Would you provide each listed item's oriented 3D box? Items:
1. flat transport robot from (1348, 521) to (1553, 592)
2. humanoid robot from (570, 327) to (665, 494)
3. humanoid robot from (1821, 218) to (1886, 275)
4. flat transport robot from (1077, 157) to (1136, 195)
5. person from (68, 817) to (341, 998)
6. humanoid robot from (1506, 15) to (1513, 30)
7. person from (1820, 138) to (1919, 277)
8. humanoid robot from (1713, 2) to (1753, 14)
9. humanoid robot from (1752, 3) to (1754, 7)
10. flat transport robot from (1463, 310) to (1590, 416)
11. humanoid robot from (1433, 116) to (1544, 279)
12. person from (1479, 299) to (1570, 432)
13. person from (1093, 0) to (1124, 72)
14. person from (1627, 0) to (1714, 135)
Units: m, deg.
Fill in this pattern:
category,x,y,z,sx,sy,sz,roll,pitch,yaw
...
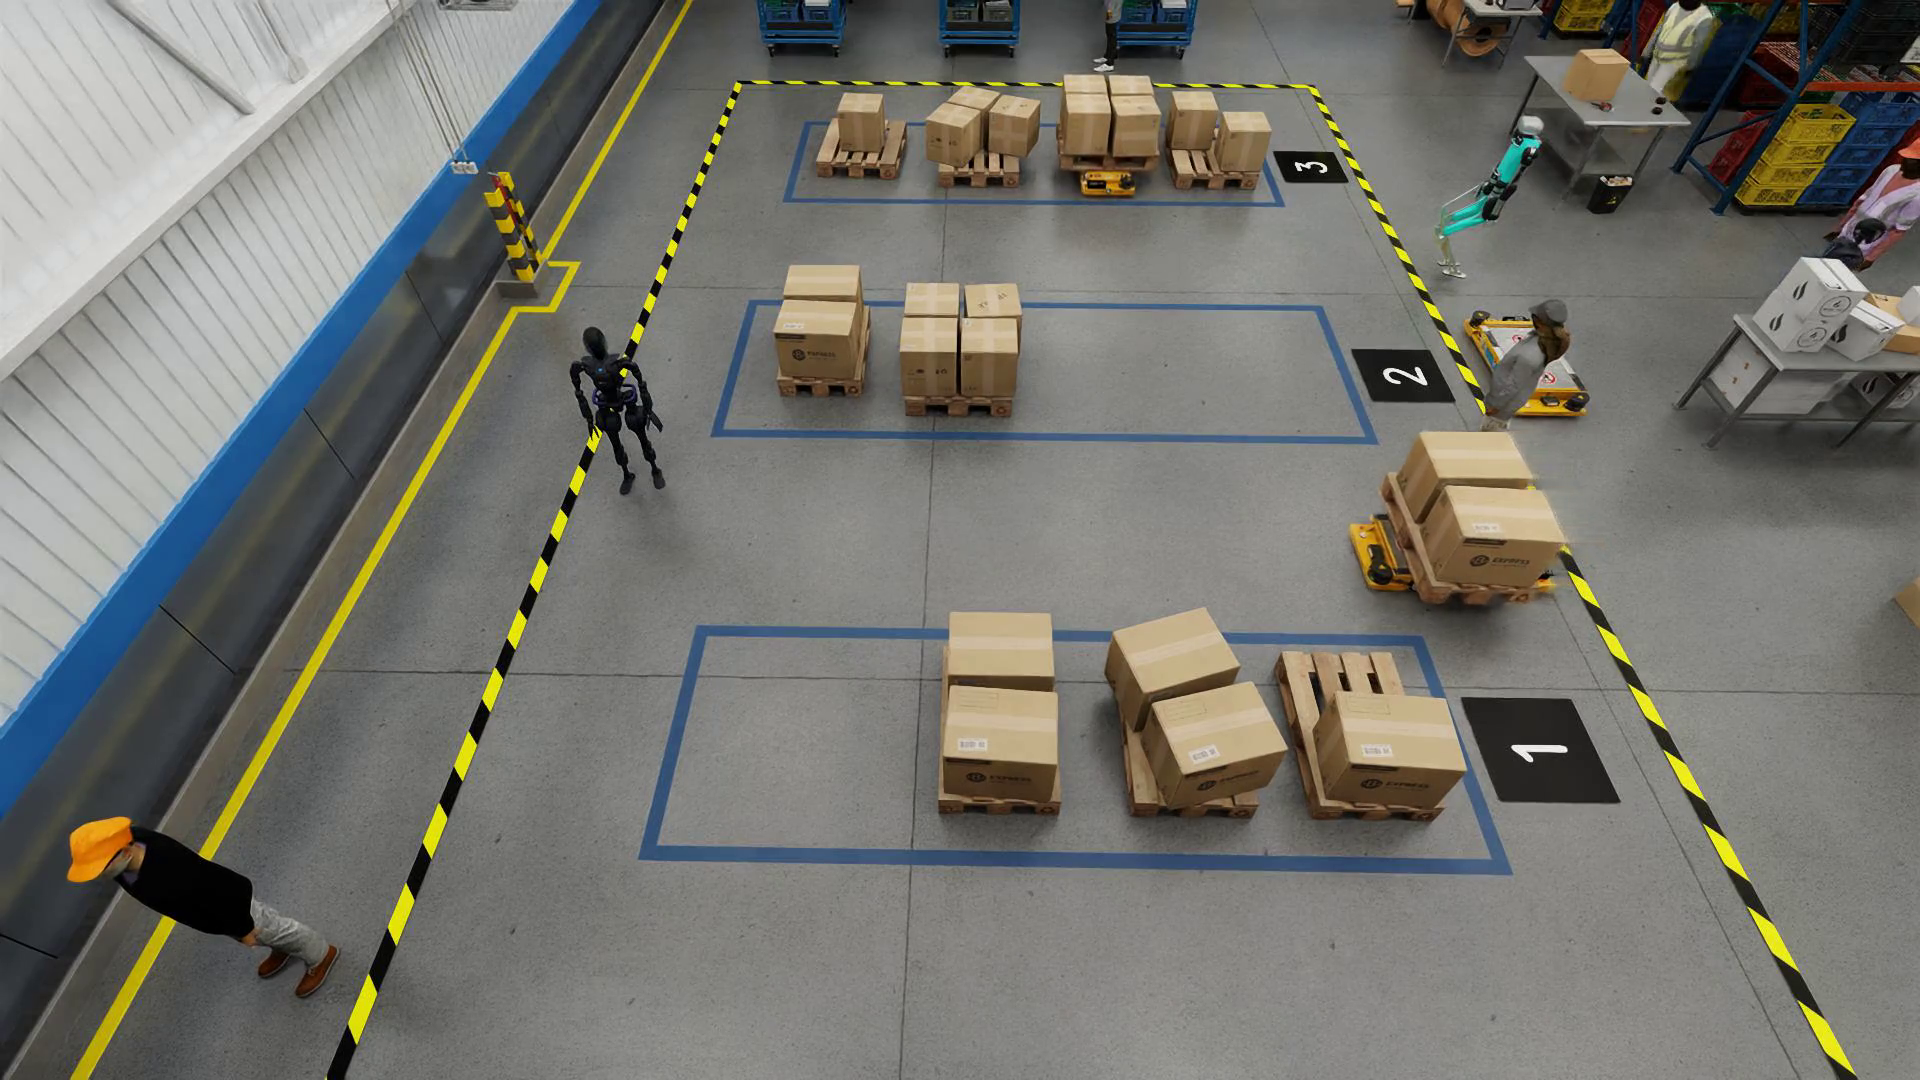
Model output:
category,x,y,z,sx,sy,sz,roll,pitch,yaw
flat transport robot,3.971,0.099,7.429,1.431,0.197,0.652,1,49,1
humanoid robot,-2.773,-1.041,7.491,0.599,1.659,0.315,-8,50,-7
humanoid robot,7.956,-2.226,8.540,0.645,1.641,0.590,13,50,11
flat transport robot,1.842,-4.864,11.725,0.652,0.197,1.431,1,49,1
person,-3.917,1.921,4.803,0.587,1.884,0.358,18,52,15
humanoid robot,8.655,-8.823,14.253,0.606,1.633,0.537,10,50,8
person,8.687,-2.913,8.882,0.391,2.041,0.612,2,49,2
humanoid robot,11.202,-7.890,13.300,0.735,1.681,0.533,-32,56,-25
humanoid robot,13.422,-9.581,14.895,0.339,1.664,0.589,-20,52,-16
flat transport robot,5.573,-1.757,9.054,0.659,0.231,1.431,1,49,1
humanoid robot,5.367,-3.568,9.562,0.735,1.677,0.533,8,50,7
person,4.550,-1.211,7.588,0.396,1.766,0.572,34,57,26
person,2.170,-7.760,13.205,0.388,1.850,0.587,5,49,4
person,9.214,-6.244,11.922,0.523,1.805,0.643,-7,50,-6
